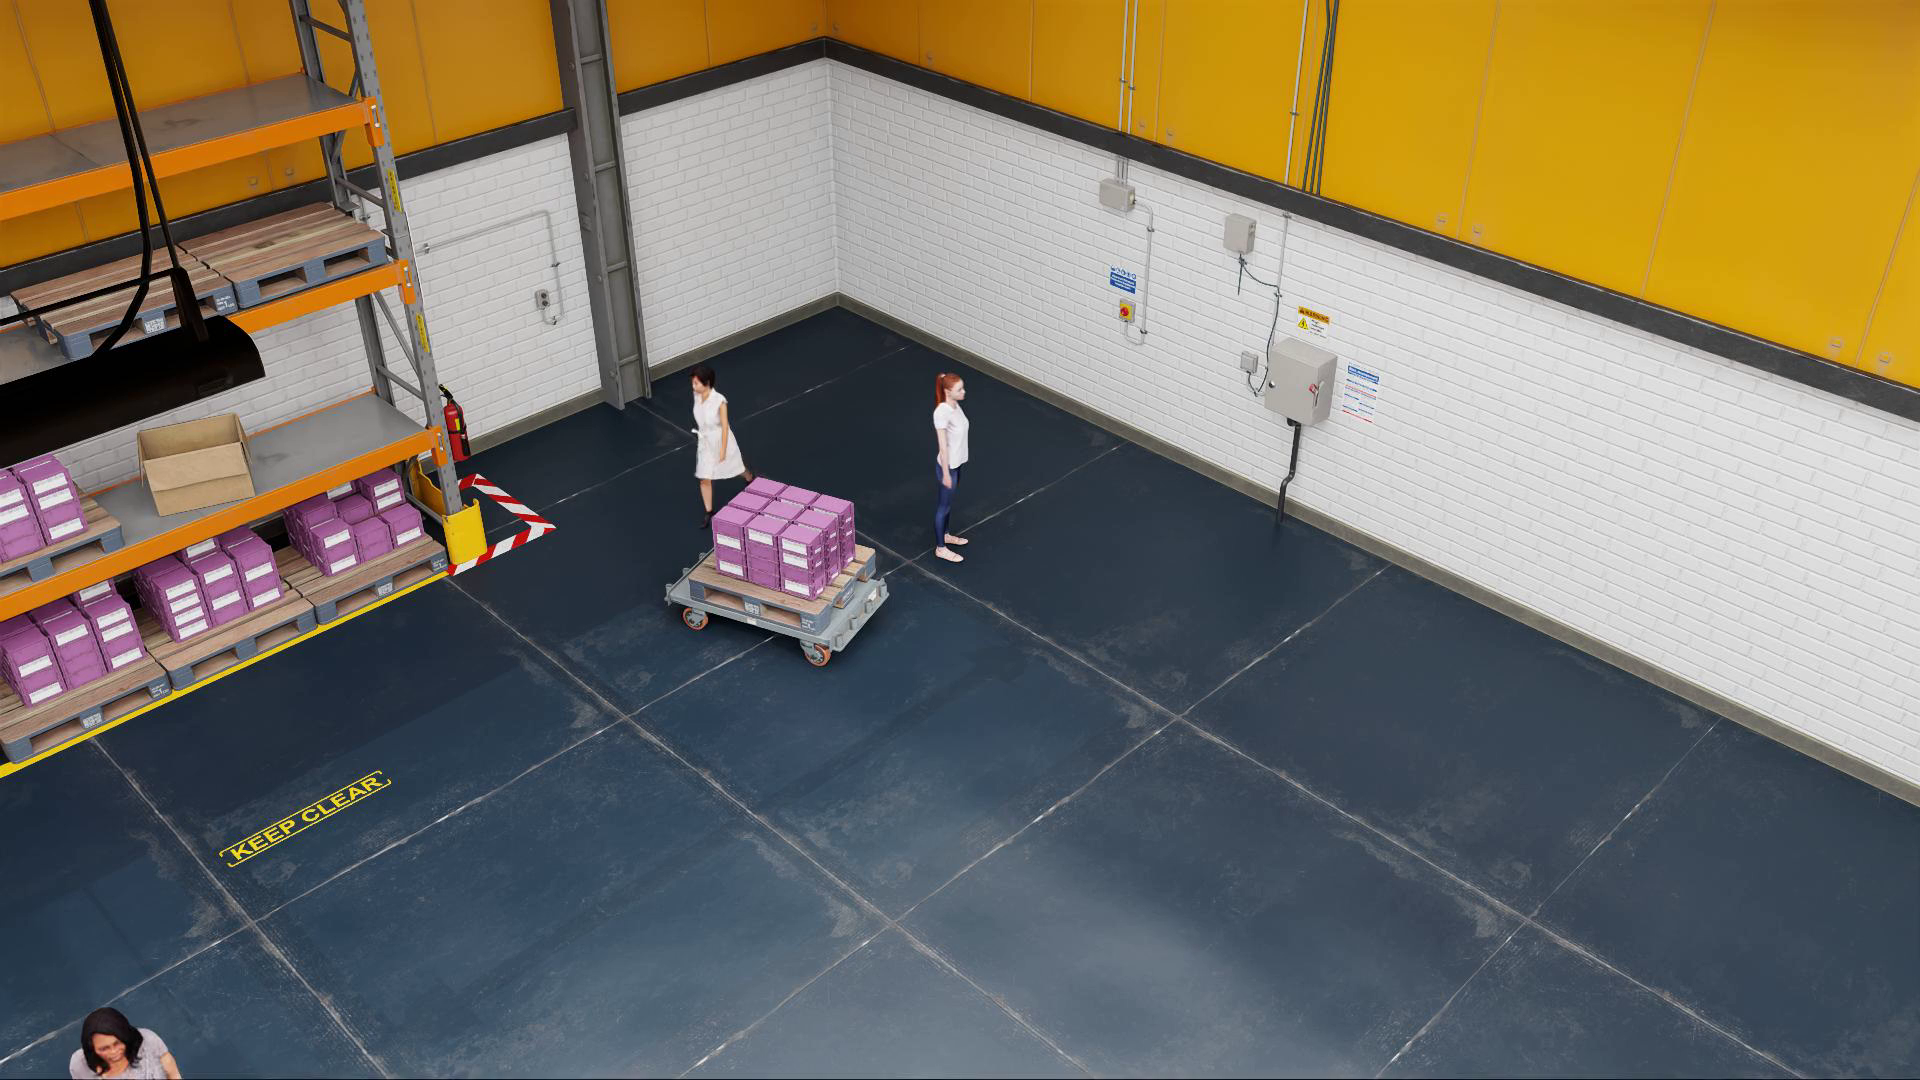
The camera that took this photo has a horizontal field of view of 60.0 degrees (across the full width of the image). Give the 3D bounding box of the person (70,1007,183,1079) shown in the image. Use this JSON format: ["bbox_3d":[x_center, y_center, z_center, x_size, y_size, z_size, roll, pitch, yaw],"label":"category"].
[{"bbox_3d":[-4.401,2.990,8.913,1.056,1.563,0.843,-19,38,-26],"label":"person"}]

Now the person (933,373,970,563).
[{"bbox_3d":[-0.105,-0.647,14.226,0.713,1.739,0.619,7,34,11],"label":"person"}]

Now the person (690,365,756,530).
[{"bbox_3d":[-2.113,-0.876,14.771,0.743,1.517,1.075,17,37,23],"label":"person"}]
